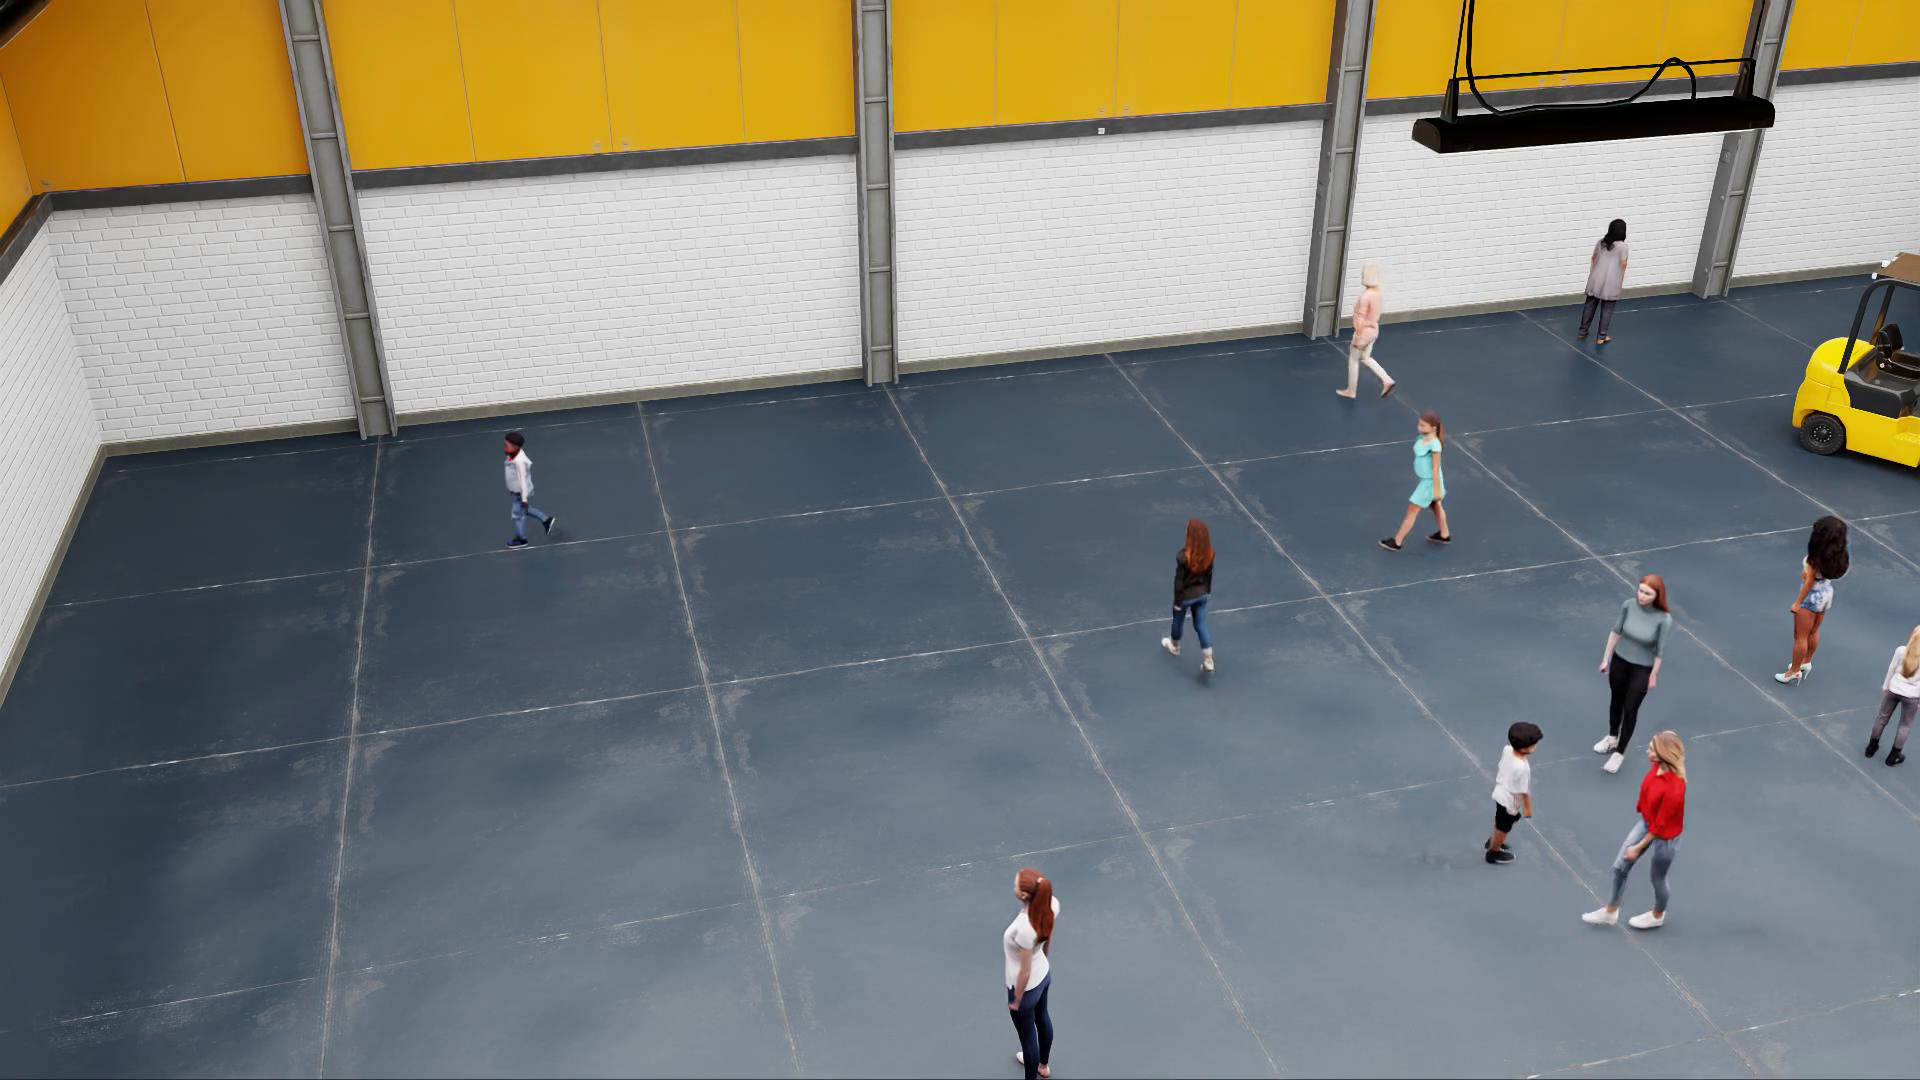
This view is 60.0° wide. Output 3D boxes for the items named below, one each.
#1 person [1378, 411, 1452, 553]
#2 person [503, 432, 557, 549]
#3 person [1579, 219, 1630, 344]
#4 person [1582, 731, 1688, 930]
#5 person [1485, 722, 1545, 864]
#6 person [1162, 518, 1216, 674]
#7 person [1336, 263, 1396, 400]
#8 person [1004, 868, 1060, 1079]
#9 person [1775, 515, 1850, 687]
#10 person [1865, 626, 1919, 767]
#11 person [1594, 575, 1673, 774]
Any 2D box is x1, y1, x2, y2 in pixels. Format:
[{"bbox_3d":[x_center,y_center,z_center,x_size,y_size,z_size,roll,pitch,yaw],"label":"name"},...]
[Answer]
[{"bbox_3d":[4.734,-0.575,16.610,1.091,1.515,0.795,3,29,5],"label":"person"},{"bbox_3d":[-4.385,-0.529,16.805,0.753,1.249,0.499,-10,30,-17],"label":"person"},{"bbox_3d":[8.409,-3.389,21.682,0.813,1.599,0.772,-23,36,-35],"label":"person"},{"bbox_3d":[4.933,2.074,11.589,0.869,1.674,0.705,-2,29,-3],"label":"person"},{"bbox_3d":[4.030,1.894,12.364,0.529,1.248,0.527,-2,29,-3],"label":"person"},{"bbox_3d":[2.085,0.509,14.683,0.940,1.458,0.738,-12,31,-21],"label":"person"},{"bbox_3d":[4.923,-2.448,19.845,0.983,1.706,0.964,19,34,31],"label":"person"},{"bbox_3d":[0.449,2.737,10.305,0.706,1.740,0.649,15,32,25],"label":"person"},{"bbox_3d":[7.419,0.527,14.477,0.616,1.623,0.714,-21,35,-33],"label":"person"},{"bbox_3d":[7.668,1.248,13.518,0.598,1.277,0.568,-24,36,-36],"label":"person"},{"bbox_3d":[5.451,1.019,13.449,0.800,1.745,0.728,-23,36,-36],"label":"person"}]
